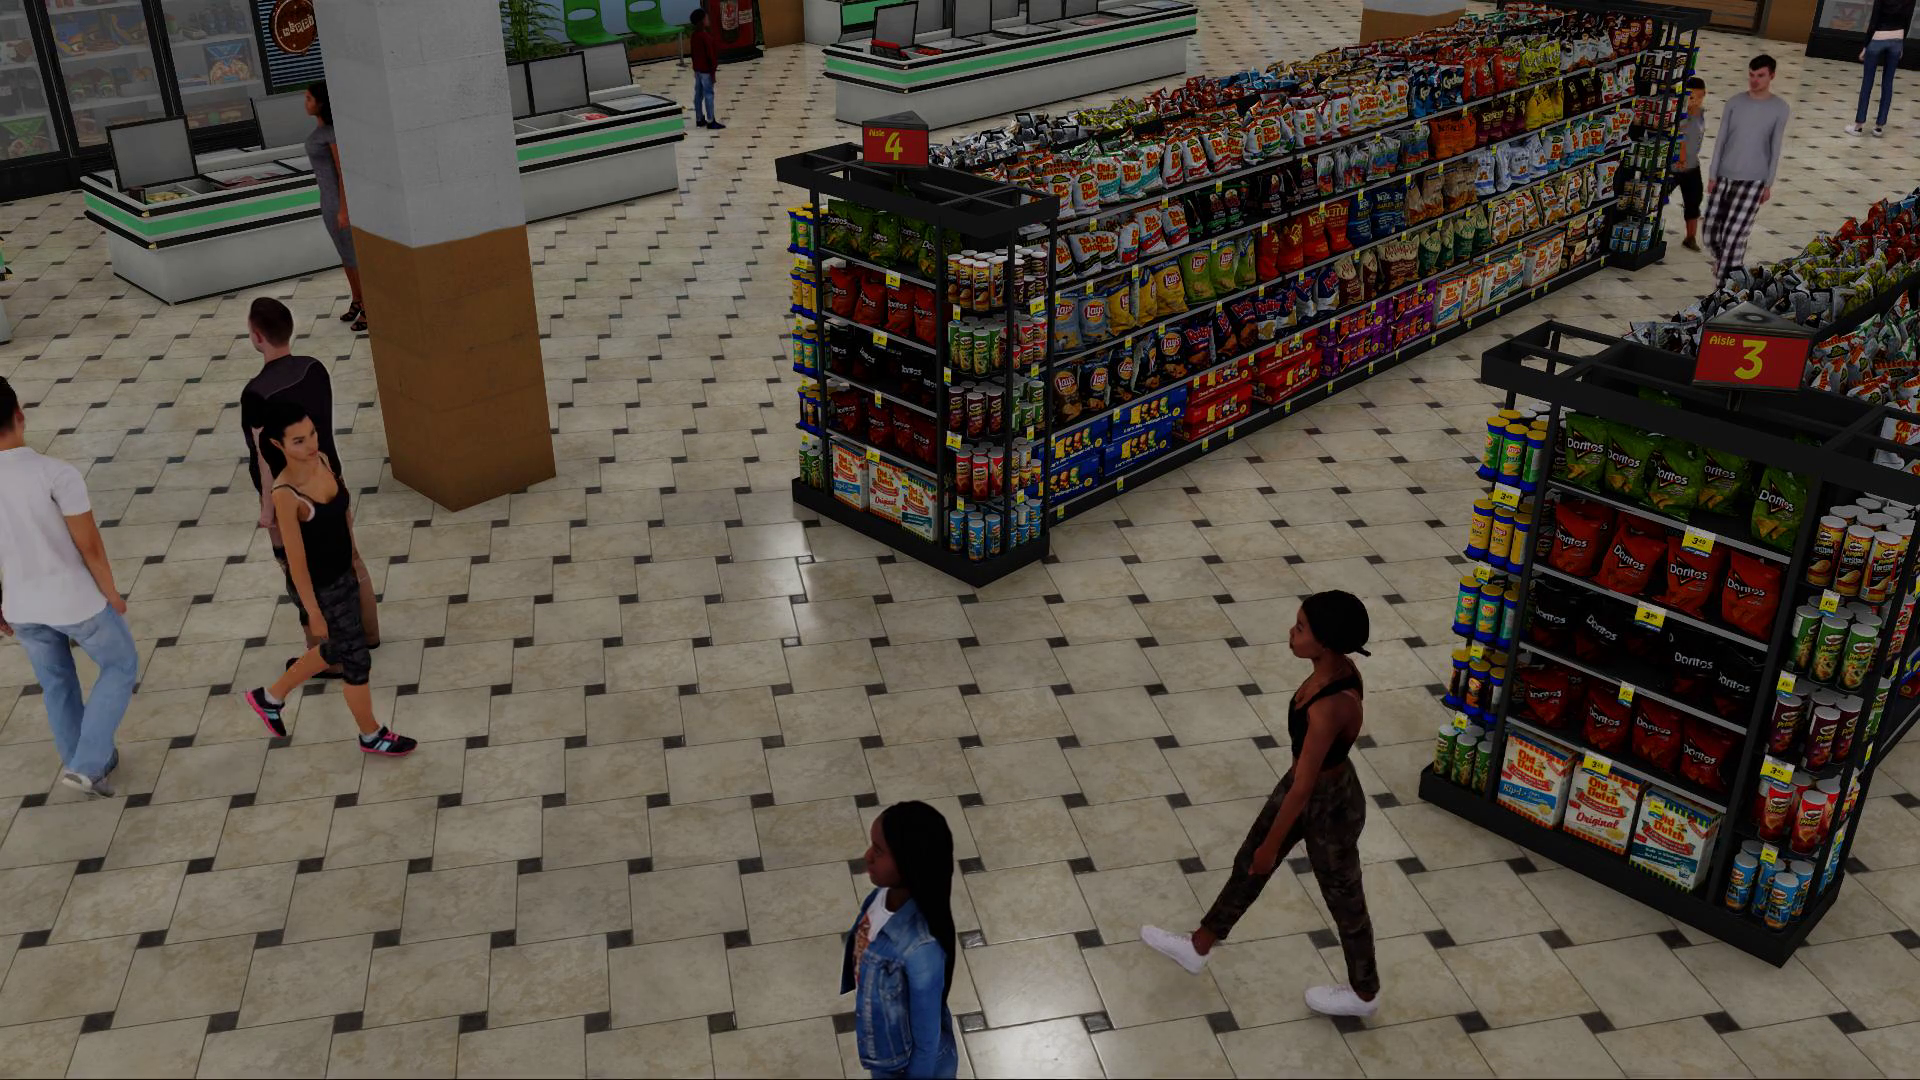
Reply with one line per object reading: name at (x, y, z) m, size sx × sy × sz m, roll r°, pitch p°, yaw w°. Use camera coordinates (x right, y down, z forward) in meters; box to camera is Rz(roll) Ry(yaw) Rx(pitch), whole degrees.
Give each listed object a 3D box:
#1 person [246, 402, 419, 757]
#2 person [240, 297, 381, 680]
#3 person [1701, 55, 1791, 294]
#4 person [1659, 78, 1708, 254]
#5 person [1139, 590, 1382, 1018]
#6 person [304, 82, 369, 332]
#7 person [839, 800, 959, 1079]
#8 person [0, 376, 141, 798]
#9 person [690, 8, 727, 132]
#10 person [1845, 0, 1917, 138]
person at (-2.743, 0.206, 6.957) m, size 0.998 × 1.702 × 0.944 m, roll 0°, pitch 27°, yaw 0°
person at (-3.025, -0.238, 7.678) m, size 0.832 × 1.842 × 0.702 m, roll 8°, pitch 28°, yaw 15°
person at (5.977, -2.761, 12.665) m, size 0.688 × 1.831 × 0.874 m, roll 19°, pitch 33°, yaw 33°
person at (6.035, -3.236, 14.049) m, size 0.999 × 1.425 × 0.909 m, roll -11°, pitch 29°, yaw -20°
person at (1.284, 0.946, 5.545) m, size 1.036 × 1.660 × 1.105 m, roll 6°, pitch 27°, yaw 12°
person at (-4.478, -2.406, 12.020) m, size 0.591 × 1.781 × 0.636 m, roll -16°, pitch 31°, yaw -28°
person at (-0.135, 1.427, 4.538) m, size 0.688 × 1.713 × 0.675 m, roll -6°, pitch 27°, yaw -11°
person at (-3.657, 0.273, 6.666) m, size 0.909 × 1.845 × 0.971 m, roll 2°, pitch 27°, yaw 4°
person at (-2.738, -5.031, 17.778) m, size 0.493 × 1.255 × 0.511 m, roll -22°, pitch 34°, yaw -36°
person at (9.669, -5.142, 17.409) m, size 0.657 × 1.787 × 0.695 m, roll 4°, pitch 27°, yaw 7°
